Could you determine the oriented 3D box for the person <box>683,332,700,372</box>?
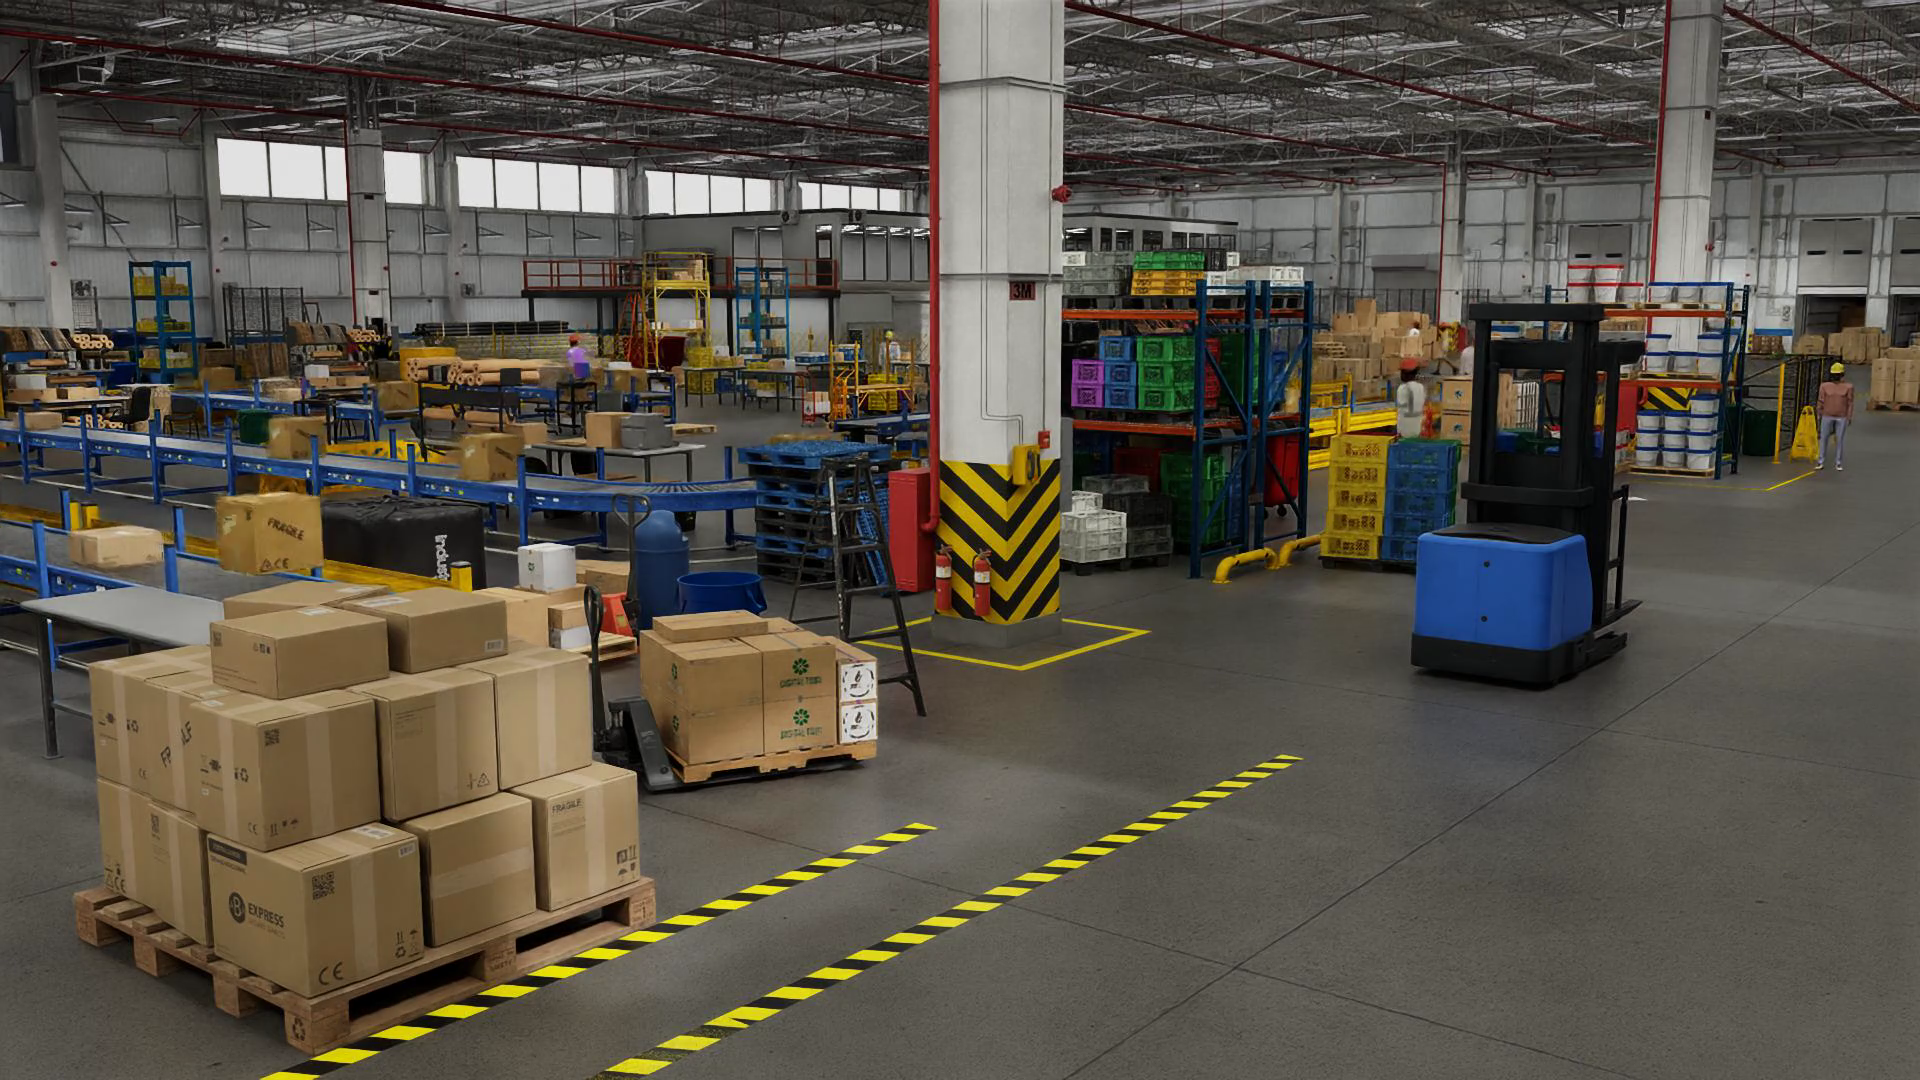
[{"bbox_3d":[-9.153,-6.370,56.757,0.754,1.711,0.486,6,10,36],"label":"person"}]

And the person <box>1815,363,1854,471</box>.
[{"bbox_3d":[14.299,-2.011,27.197,0.533,1.767,0.326,5,10,30],"label":"person"}]

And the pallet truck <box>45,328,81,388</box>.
[{"bbox_3d":[-23.775,-4.544,43.495,1.885,1.965,0.823,6,10,35],"label":"pallet truck"}]

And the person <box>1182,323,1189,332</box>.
[{"bbox_3d":[7.703,-6.562,57.473,0.559,1.896,0.984,-6,10,-34],"label":"person"}]

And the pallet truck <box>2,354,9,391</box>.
[{"bbox_3d":[-24.881,-4.417,42.634,1.885,1.965,0.823,8,11,41],"label":"pallet truck"}]

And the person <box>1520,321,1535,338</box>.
[{"bbox_3d":[25.733,-9.255,75.444,0.626,1.936,0.525,2,9,13],"label":"person"}]

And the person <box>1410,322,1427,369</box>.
[{"bbox_3d":[17.058,-7.206,61.944,0.957,1.839,0.609,-2,9,-14],"label":"person"}]

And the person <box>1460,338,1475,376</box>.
[{"bbox_3d":[12.297,-3.896,39.506,0.683,1.874,0.833,8,11,42],"label":"person"}]

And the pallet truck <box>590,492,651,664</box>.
[{"bbox_3d":[-3.115,0.344,12.883,0.653,1.274,1.630,7,11,37],"label":"pallet truck"}]

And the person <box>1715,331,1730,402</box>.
[{"bbox_3d":[19.095,-4.290,41.936,0.614,1.950,0.447,-2,9,-14],"label":"person"}]

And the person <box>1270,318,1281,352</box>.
[{"bbox_3d":[12.417,-7.766,65.484,0.392,1.919,0.589,-4,9,-26],"label":"person"}]

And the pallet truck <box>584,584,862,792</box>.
[{"bbox_3d":[-1.426,0.805,10.019,1.601,1.201,0.680,-4,9,-26],"label":"pallet truck"}]

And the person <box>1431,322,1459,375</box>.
[{"bbox_3d":[17.163,-6.755,58.732,0.867,1.908,0.552,3,9,19],"label":"person"}]

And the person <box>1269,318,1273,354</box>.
[{"bbox_3d":[13.756,-8.894,73.390,0.556,1.821,0.694,3,9,22],"label":"person"}]

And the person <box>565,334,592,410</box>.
[{"bbox_3d":[-9.439,-4.128,41.013,0.940,1.908,0.551,8,12,43],"label":"person"}]

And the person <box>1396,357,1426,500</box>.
[{"bbox_3d":[6.176,-1.507,22.912,0.469,2.029,0.648,8,12,44],"label":"person"}]

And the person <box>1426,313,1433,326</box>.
[{"bbox_3d":[22.111,-9.770,78.801,0.629,1.972,0.625,8,11,42],"label":"person"}]

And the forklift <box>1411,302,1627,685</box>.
[{"bbox_3d":[4.379,-0.438,12.852,1.129,2.768,1.873,7,11,37],"label":"forklift"}]

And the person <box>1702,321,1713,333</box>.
[{"bbox_3d":[25.032,-6.402,55.871,1.042,2.000,0.688,-2,9,-15],"label":"person"}]

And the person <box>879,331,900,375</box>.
[{"bbox_3d":[-2.025,-5.069,47.586,0.600,1.829,0.404,1,8,5],"label":"person"}]
